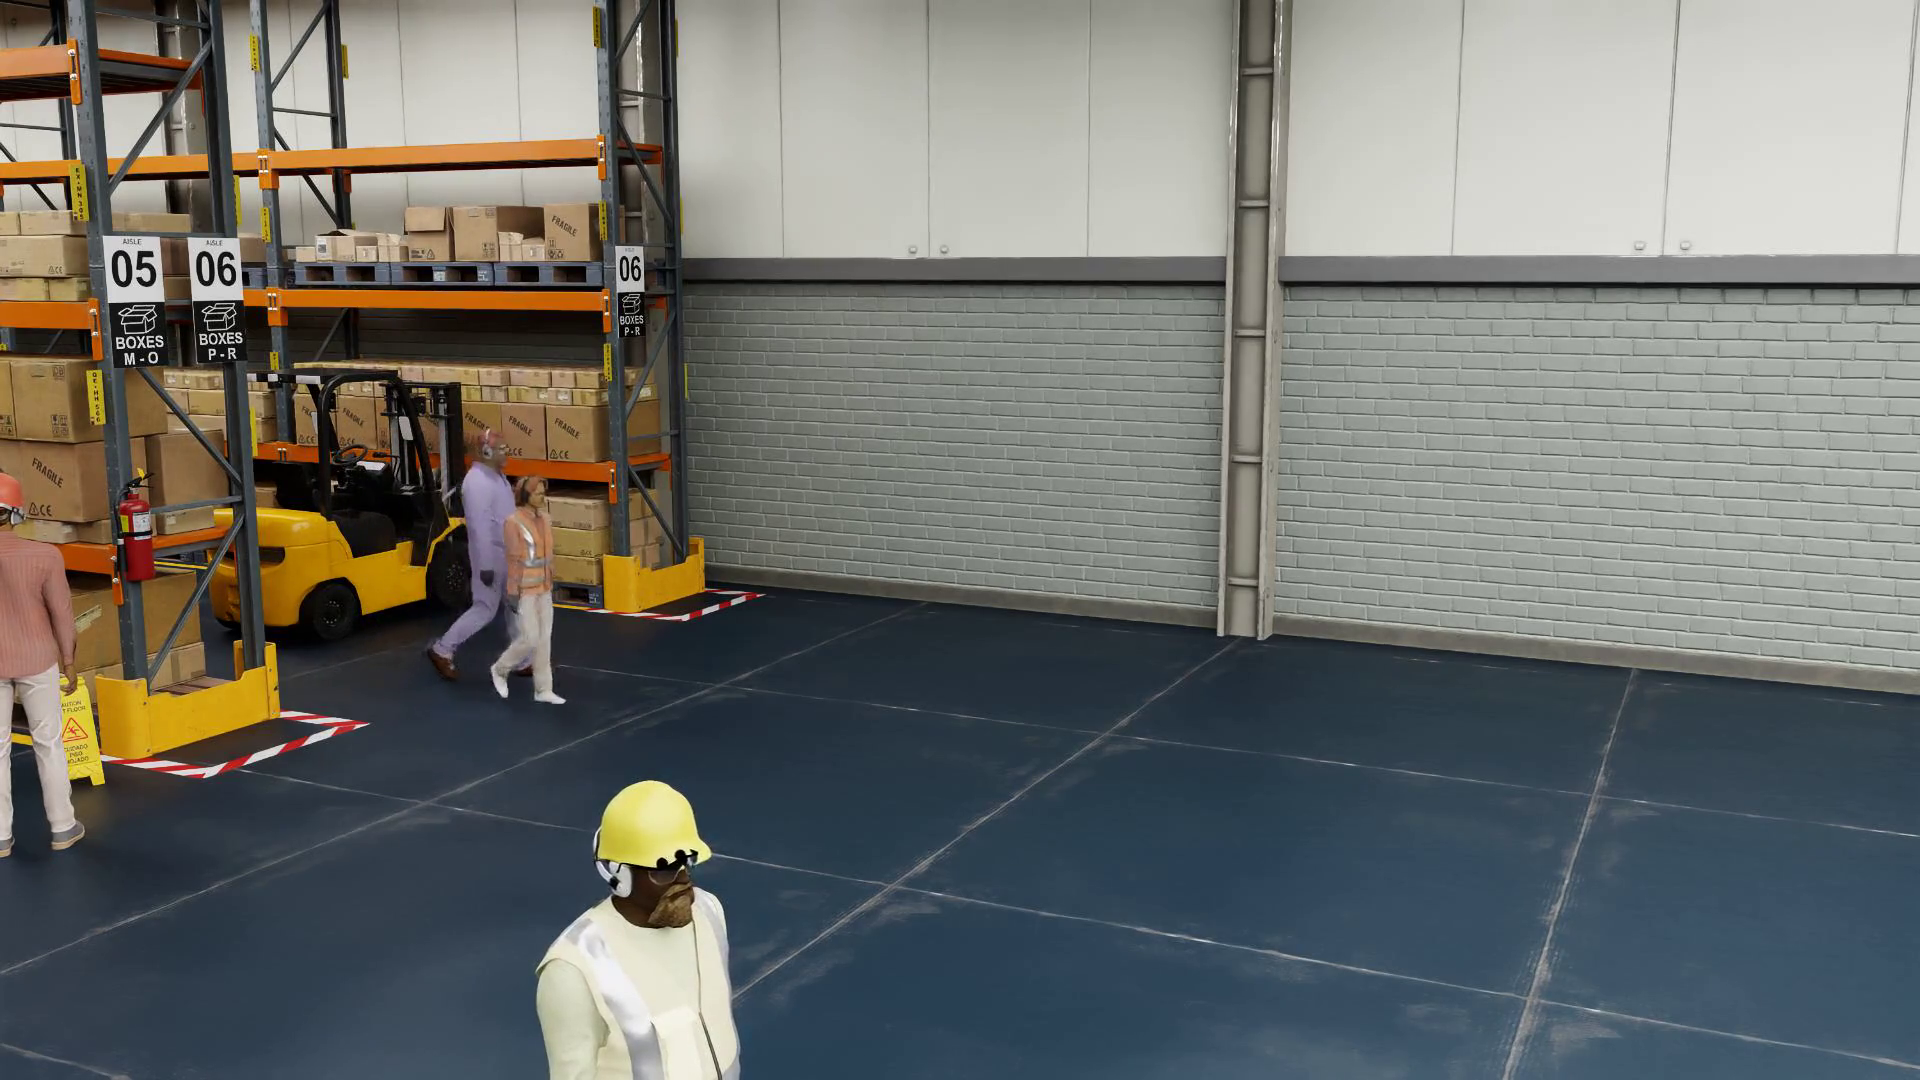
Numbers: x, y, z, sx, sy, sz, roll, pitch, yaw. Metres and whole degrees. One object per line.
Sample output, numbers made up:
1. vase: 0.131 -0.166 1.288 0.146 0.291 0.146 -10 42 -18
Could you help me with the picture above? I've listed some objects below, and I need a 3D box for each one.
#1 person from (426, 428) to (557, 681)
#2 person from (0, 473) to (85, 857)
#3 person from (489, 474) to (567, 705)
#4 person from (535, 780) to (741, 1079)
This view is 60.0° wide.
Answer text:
1. person: -3.482 0.113 12.236 0.842 1.874 0.660 0 9 0
2. person: -4.900 0.645 8.607 0.611 1.996 0.379 -4 10 -22
3. person: -3.004 0.349 11.532 0.460 1.624 0.533 4 10 21
4. person: -0.734 1.471 4.039 0.404 1.833 0.587 5 11 28
